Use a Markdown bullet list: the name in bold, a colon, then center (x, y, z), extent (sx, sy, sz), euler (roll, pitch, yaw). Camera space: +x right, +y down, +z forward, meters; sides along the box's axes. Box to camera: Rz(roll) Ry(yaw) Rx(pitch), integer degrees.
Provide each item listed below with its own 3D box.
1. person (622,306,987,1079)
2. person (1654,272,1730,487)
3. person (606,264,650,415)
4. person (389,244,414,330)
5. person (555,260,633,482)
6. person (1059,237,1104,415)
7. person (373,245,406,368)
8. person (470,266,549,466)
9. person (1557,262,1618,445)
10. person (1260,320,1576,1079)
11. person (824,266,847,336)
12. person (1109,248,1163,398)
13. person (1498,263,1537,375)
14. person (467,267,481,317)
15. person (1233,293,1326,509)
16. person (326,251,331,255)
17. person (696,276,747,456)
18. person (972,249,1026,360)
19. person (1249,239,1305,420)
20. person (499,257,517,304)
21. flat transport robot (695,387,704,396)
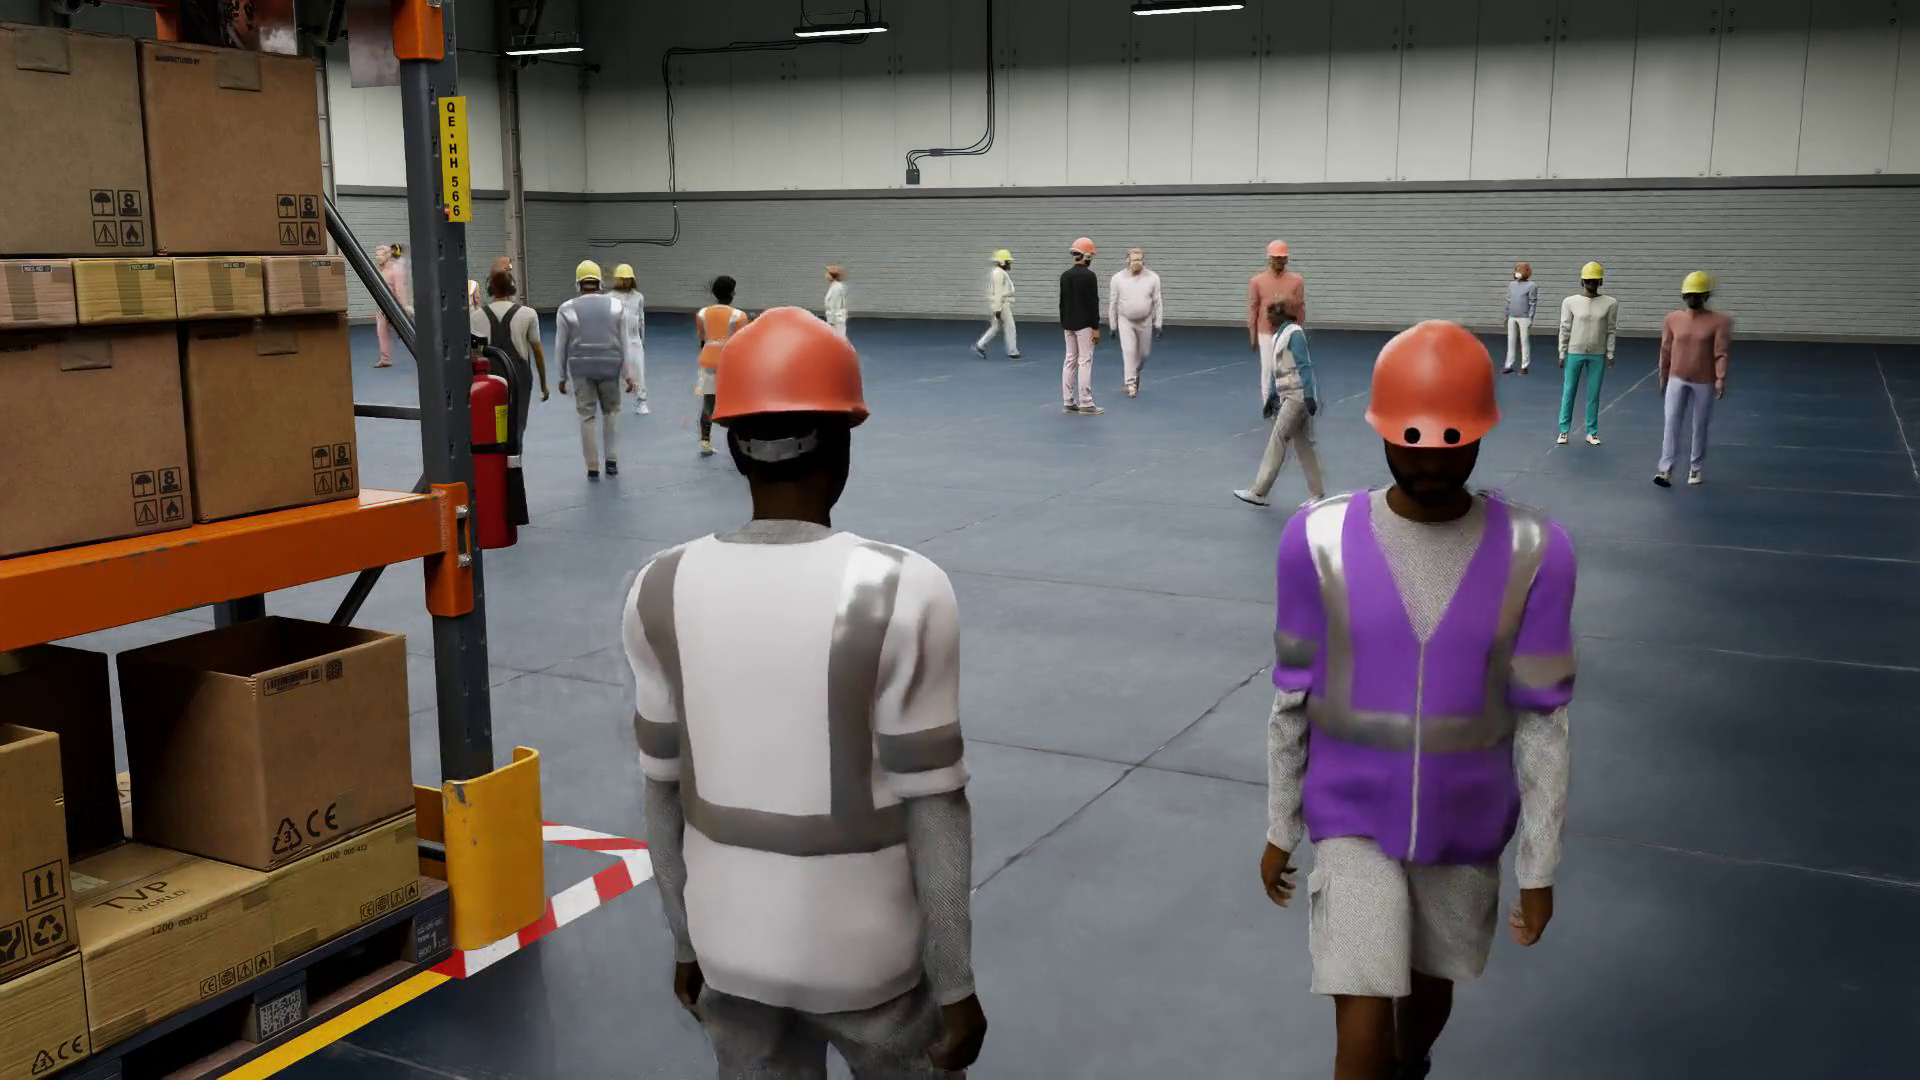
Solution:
- **person**: center (-0.229, 0.606, 2.573), extent (0.567, 1.916, 0.426), euler (4, 11, 23)
- **person**: center (5.854, -1.269, 13.323), extent (0.539, 1.718, 0.891), euler (7, 13, 34)
- **person**: center (-3.855, -2.306, 19.056), extent (0.497, 1.703, 0.890), euler (-6, 12, -31)
- **person**: center (-11.968, -5.439, 35.760), extent (0.719, 1.847, 0.507), euler (-6, 12, -31)
- **person**: center (-3.049, -1.405, 13.826), extent (0.622, 1.807, 0.635), euler (-3, 11, -16)
- **person**: center (1.377, -2.414, 18.832), extent (0.383, 1.995, 0.608), euler (-7, 13, -35)
- **person**: center (-8.722, -3.603, 25.680), extent (0.646, 1.874, 0.820), euler (7, 13, 34)
- **person**: center (-3.439, -1.178, 12.666), extent (0.524, 1.800, 0.982), euler (-1, 10, -3)
- **person**: center (6.072, -1.799, 16.104), extent (0.528, 1.767, 0.330), euler (2, 11, 12)
- **person**: center (0.868, 0.510, 3.219), extent (0.549, 1.885, 0.998), euler (2, 11, 11)
- **person**: center (-1.803, -3.022, 23.244), extent (0.784, 1.596, 0.536), euler (-2, 11, -13)
- **person**: center (2.220, -2.759, 21.067), extent (0.670, 1.878, 0.794), euler (0, 10, -2)
- **person**: center (8.138, -3.210, 24.239), extent (0.463, 1.627, 0.508), euler (-8, 13, -36)
- **person**: center (-7.128, -3.154, 23.845), extent (0.518, 1.636, 0.312), euler (-4, 11, -20)
- **person**: center (2.408, -1.022, 12.334), extent (0.730, 1.591, 0.561), euler (1, 10, 3)
- **person**: center (-8.879, -3.134, 23.219), extent (0.589, 1.826, 0.455), euler (-2, 11, -11)
- **person**: center (-2.190, -1.627, 15.469), extent (0.533, 1.644, 0.875), euler (3, 11, 14)
- **person**: center (0.631, -3.828, 27.072), extent (0.848, 1.801, 0.597), euler (0, 10, 1)
- **person**: center (3.492, -2.327, 18.408), extent (0.621, 1.980, 0.683), euler (0, 10, 1)
- **person**: center (-8.494, -4.552, 31.523), extent (0.740, 1.600, 0.529), euler (-1, 10, -3)
- **flat transport robot**: center (-2.552, -1.932, 20.904), extent (1.431, 0.197, 0.652), euler (-5, 11, -24)
